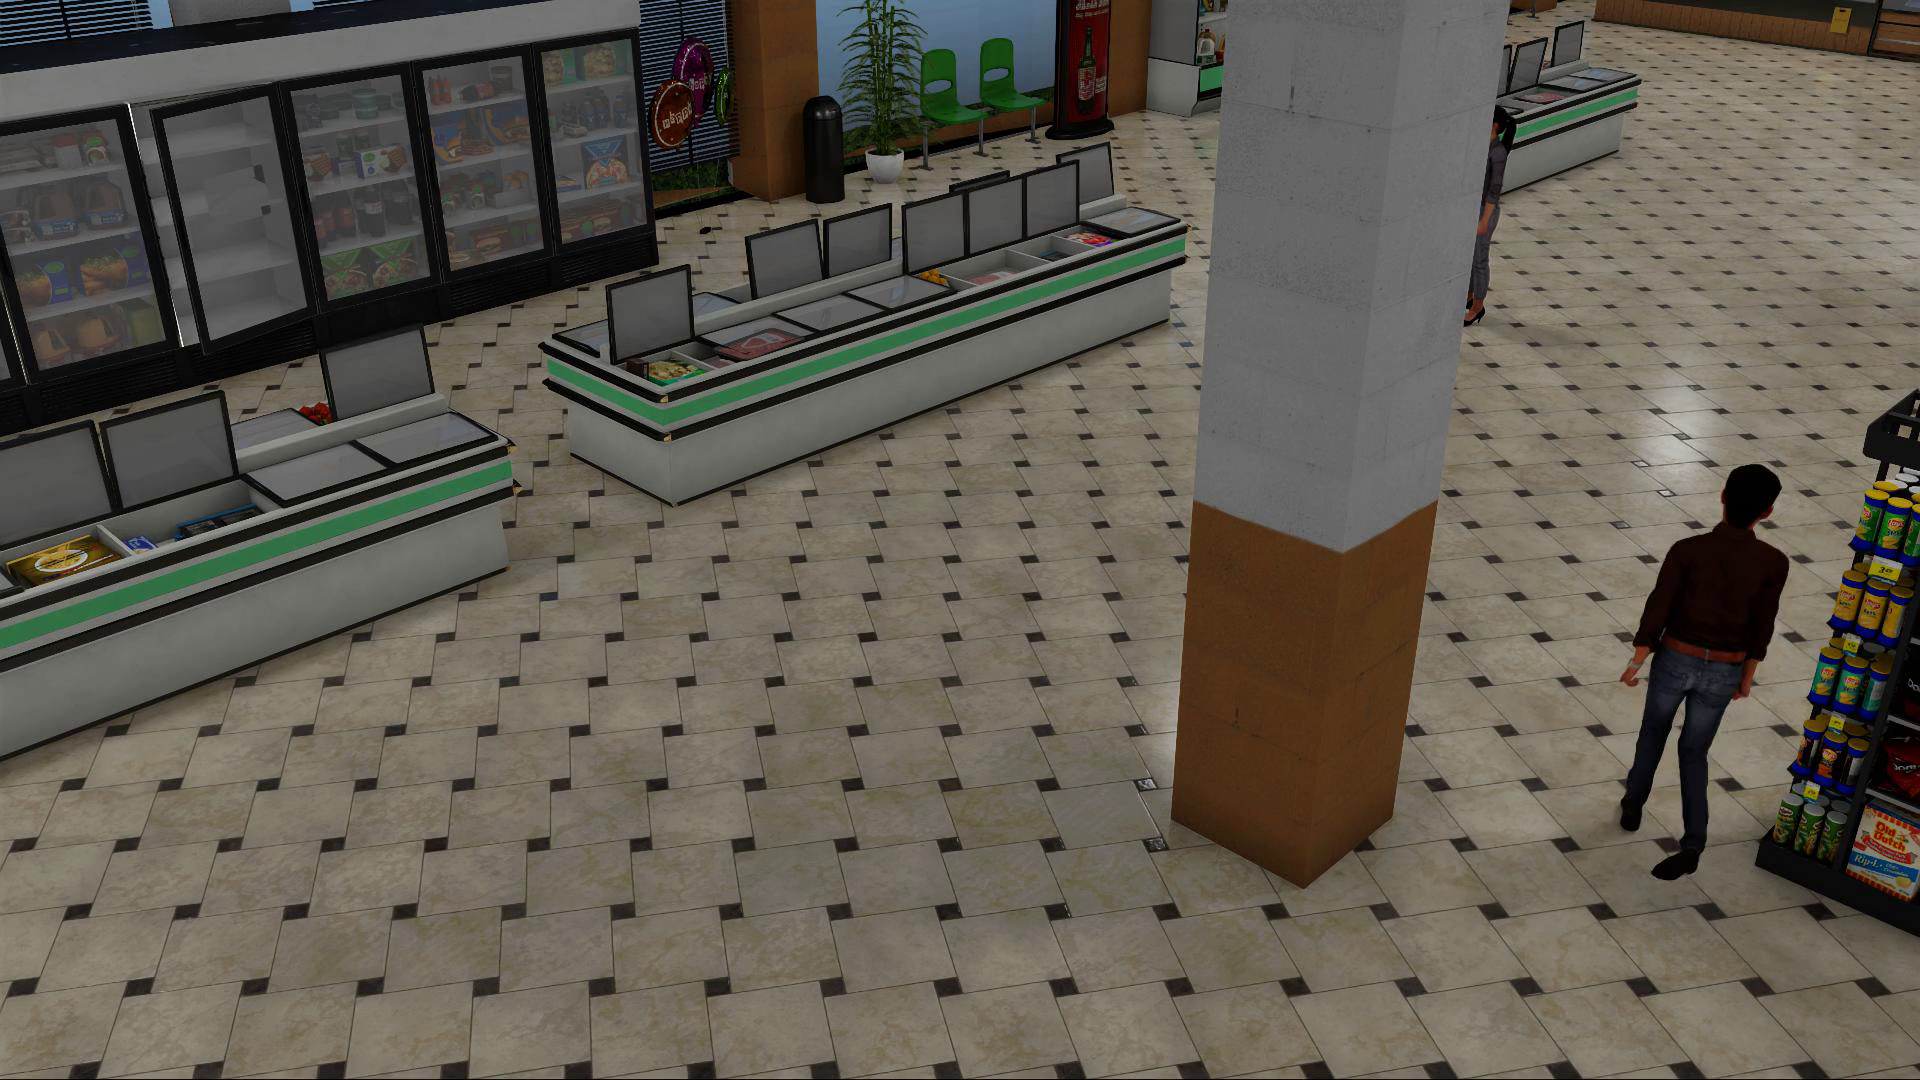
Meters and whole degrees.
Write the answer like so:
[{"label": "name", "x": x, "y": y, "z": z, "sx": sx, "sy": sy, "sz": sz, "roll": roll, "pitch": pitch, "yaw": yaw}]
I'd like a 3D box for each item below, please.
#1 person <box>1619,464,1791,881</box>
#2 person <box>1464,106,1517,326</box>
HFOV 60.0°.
[{"label": "person", "x": 2.979, "y": 0.576, "z": 6.660, "sx": 1.002, "sy": 1.748, "sz": 1.158, "roll": 5, "pitch": 27, "yaw": 9}, {"label": "person", "x": 4.009, "y": -2.500, "z": 12.803, "sx": 0.783, "sy": 1.678, "sz": 0.729, "roll": -1, "pitch": 27, "yaw": -2}]
